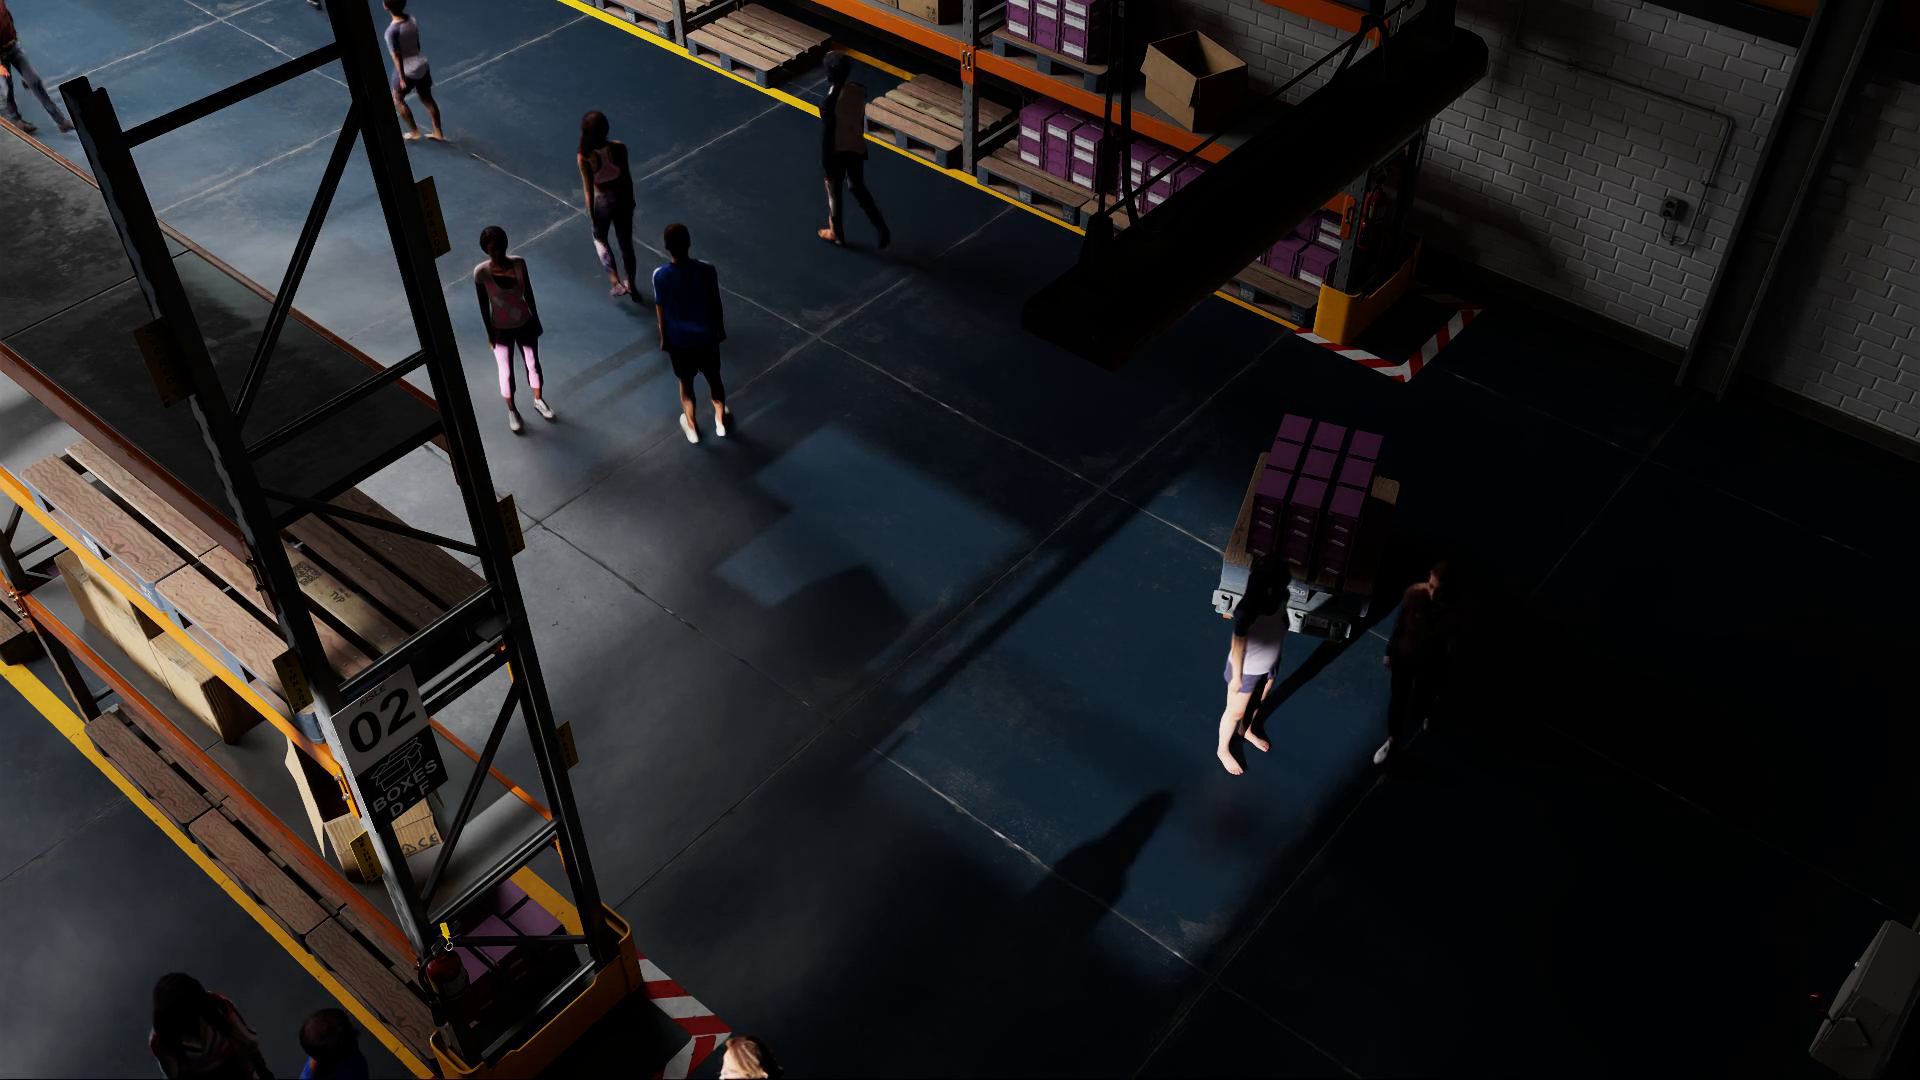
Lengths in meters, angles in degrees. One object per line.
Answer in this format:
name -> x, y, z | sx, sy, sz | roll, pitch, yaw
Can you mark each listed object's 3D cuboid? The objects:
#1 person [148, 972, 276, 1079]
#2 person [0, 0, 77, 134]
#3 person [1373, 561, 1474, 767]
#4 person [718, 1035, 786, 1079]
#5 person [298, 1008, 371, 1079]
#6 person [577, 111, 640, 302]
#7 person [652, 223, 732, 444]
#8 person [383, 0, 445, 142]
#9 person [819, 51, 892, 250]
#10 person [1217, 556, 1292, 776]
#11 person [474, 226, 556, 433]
person -> -3.757, 2.593, 8.364 | 0.626, 1.584, 0.939 | -35, 53, -31
person -> -9.196, -4.652, 15.852 | 1.123, 1.744, 0.914 | 12, 45, 13
person -> 2.880, 0.711, 10.260 | 0.746, 1.693, 0.684 | 33, 52, 29
person -> -0.961, 2.857, 7.985 | 0.733, 1.723, 0.554 | -28, 50, -26
person -> -2.995, 2.838, 7.946 | 1.355, 1.805, 1.120 | 11, 45, 11
person -> -2.857, -2.716, 13.807 | 0.726, 1.762, 0.787 | -19, 47, -19
person -> -2.023, -1.559, 12.517 | 0.754, 1.866, 0.761 | -13, 45, -13
person -> -5.165, -4.474, 15.808 | 0.708, 1.547, 0.659 | 17, 46, 17
person -> -0.937, -3.305, 14.343 | 1.037, 1.876, 0.738 | 34, 53, 30
person -> 1.814, 0.737, 10.223 | 0.619, 1.706, 0.568 | -32, 52, -29
person -> -3.415, -1.628, 12.681 | 0.639, 1.740, 0.617 | -22, 48, -21
